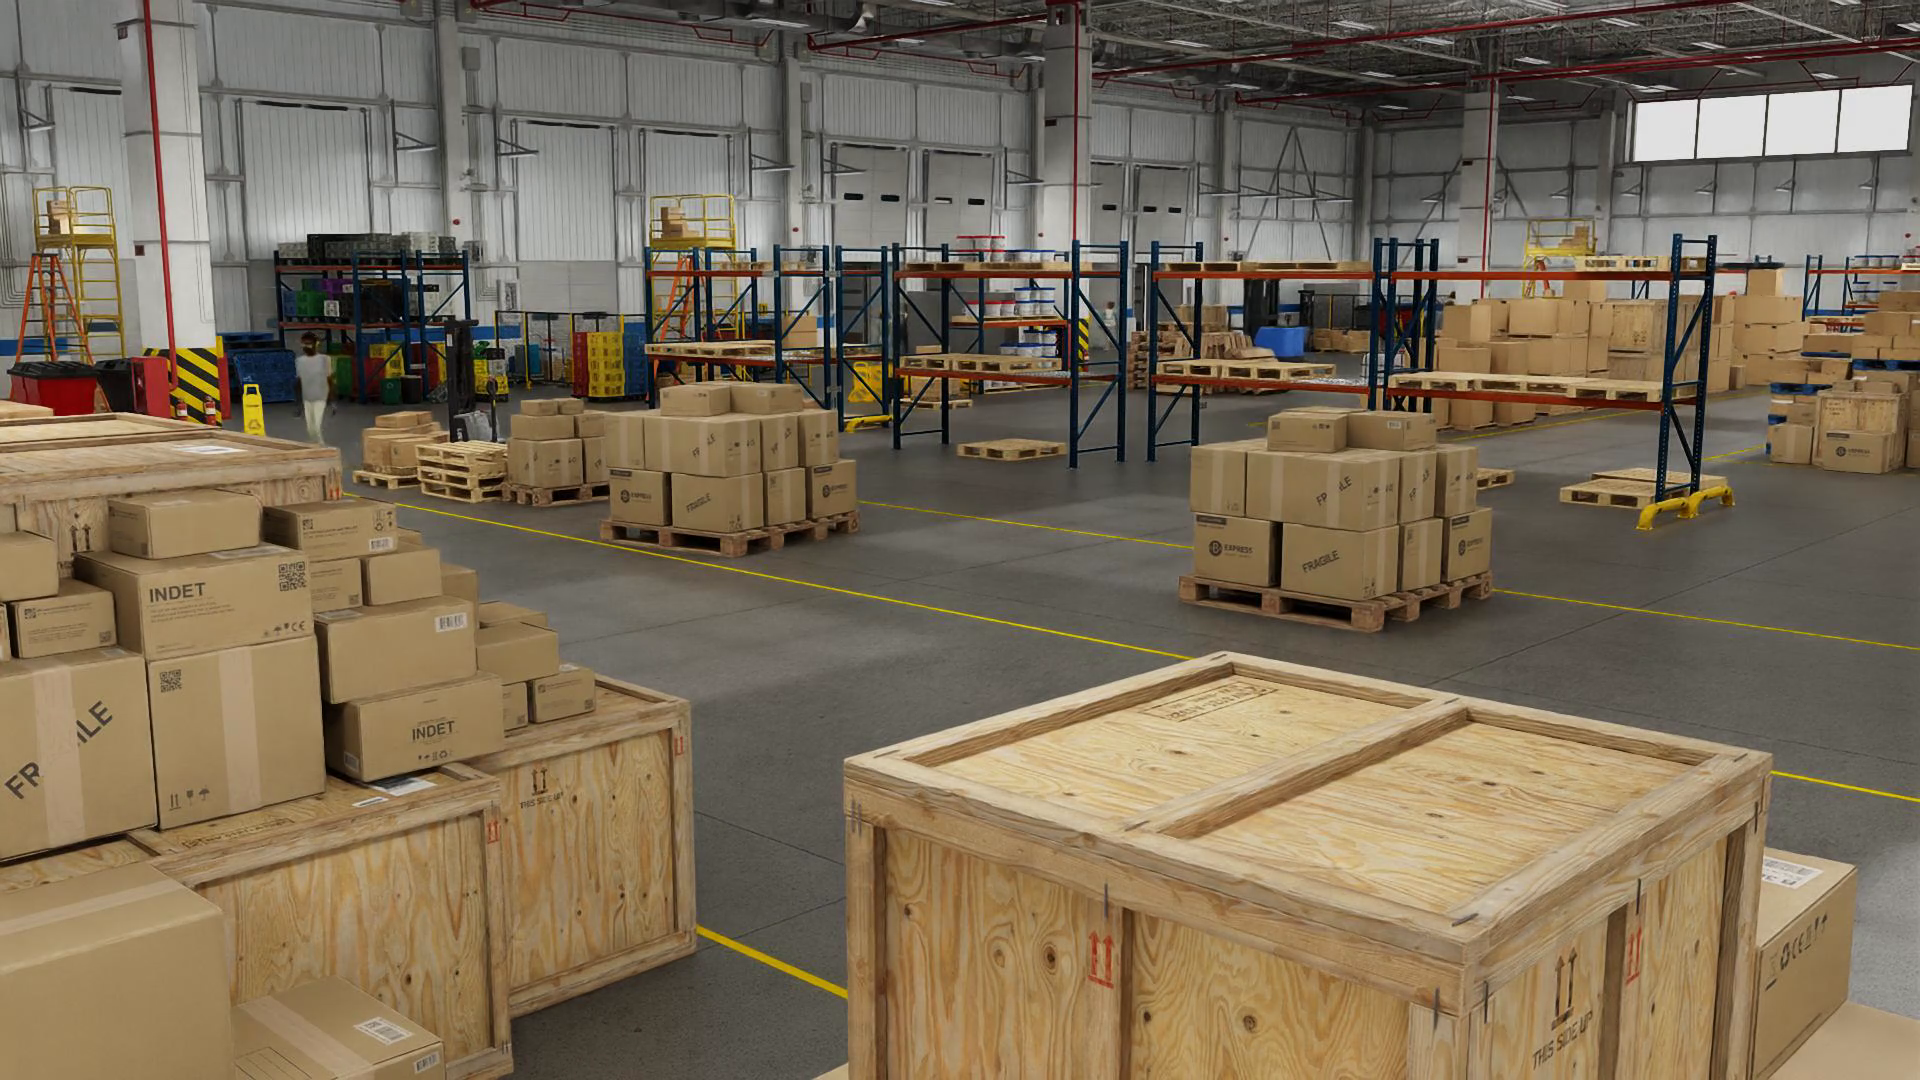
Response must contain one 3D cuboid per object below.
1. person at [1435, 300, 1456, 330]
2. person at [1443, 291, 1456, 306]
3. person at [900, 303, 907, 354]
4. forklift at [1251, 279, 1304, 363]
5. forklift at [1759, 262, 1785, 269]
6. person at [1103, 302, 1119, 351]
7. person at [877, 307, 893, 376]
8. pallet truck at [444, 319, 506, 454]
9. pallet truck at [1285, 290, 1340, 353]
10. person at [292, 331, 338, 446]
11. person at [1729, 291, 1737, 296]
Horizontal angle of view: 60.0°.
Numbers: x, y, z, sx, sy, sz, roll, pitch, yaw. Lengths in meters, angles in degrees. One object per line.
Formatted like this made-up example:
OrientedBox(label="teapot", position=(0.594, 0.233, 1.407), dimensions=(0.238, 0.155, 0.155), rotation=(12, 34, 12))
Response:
OrientedBox(label="person", position=(11.694, -4.769, 39.725), dimensions=(0.650, 1.914, 0.678), rotation=(5, 11, 29))
OrientedBox(label="person", position=(16.039, -7.139, 54.193), dimensions=(0.635, 1.939, 0.367), rotation=(9, 13, 43))
OrientedBox(label="person", position=(-1.309, -5.112, 42.132), dimensions=(0.514, 1.822, 0.753), rotation=(6, 11, 31))
OrientedBox(label="forklift", position=(8.301, -6.129, 45.120), dimensions=(1.873, 2.768, 1.129), rotation=(9, 13, 43))
OrientedBox(label="forklift", position=(21.345, -5.938, 43.949), dimensions=(1.873, 2.768, 1.129), rotation=(9, 13, 43))
OrientedBox(label="person", position=(4.880, -6.911, 53.853), dimensions=(0.539, 1.596, 0.870), rotation=(6, 11, 35))
OrientedBox(label="person", position=(-1.828, -4.893, 41.067), dimensions=(0.552, 1.725, 0.414), rotation=(6, 11, 33))
OrientedBox(label="pallet truck", position=(-6.981, -1.942, 22.150), dimensions=(1.885, 1.965, 0.823), rotation=(1, 9, 9))
OrientedBox(label="pallet truck", position=(11.297, -6.951, 52.861), dimensions=(1.885, 1.965, 0.823), rotation=(-5, 11, -29))
OrientedBox(label="person", position=(-8.425, -1.785, 21.636), dimensions=(0.572, 1.844, 0.493), rotation=(2, 9, 10))
OrientedBox(label="person", position=(25.325, -7.210, 54.634), dimensions=(0.358, 1.938, 0.542), rotation=(-4, 10, -24))
